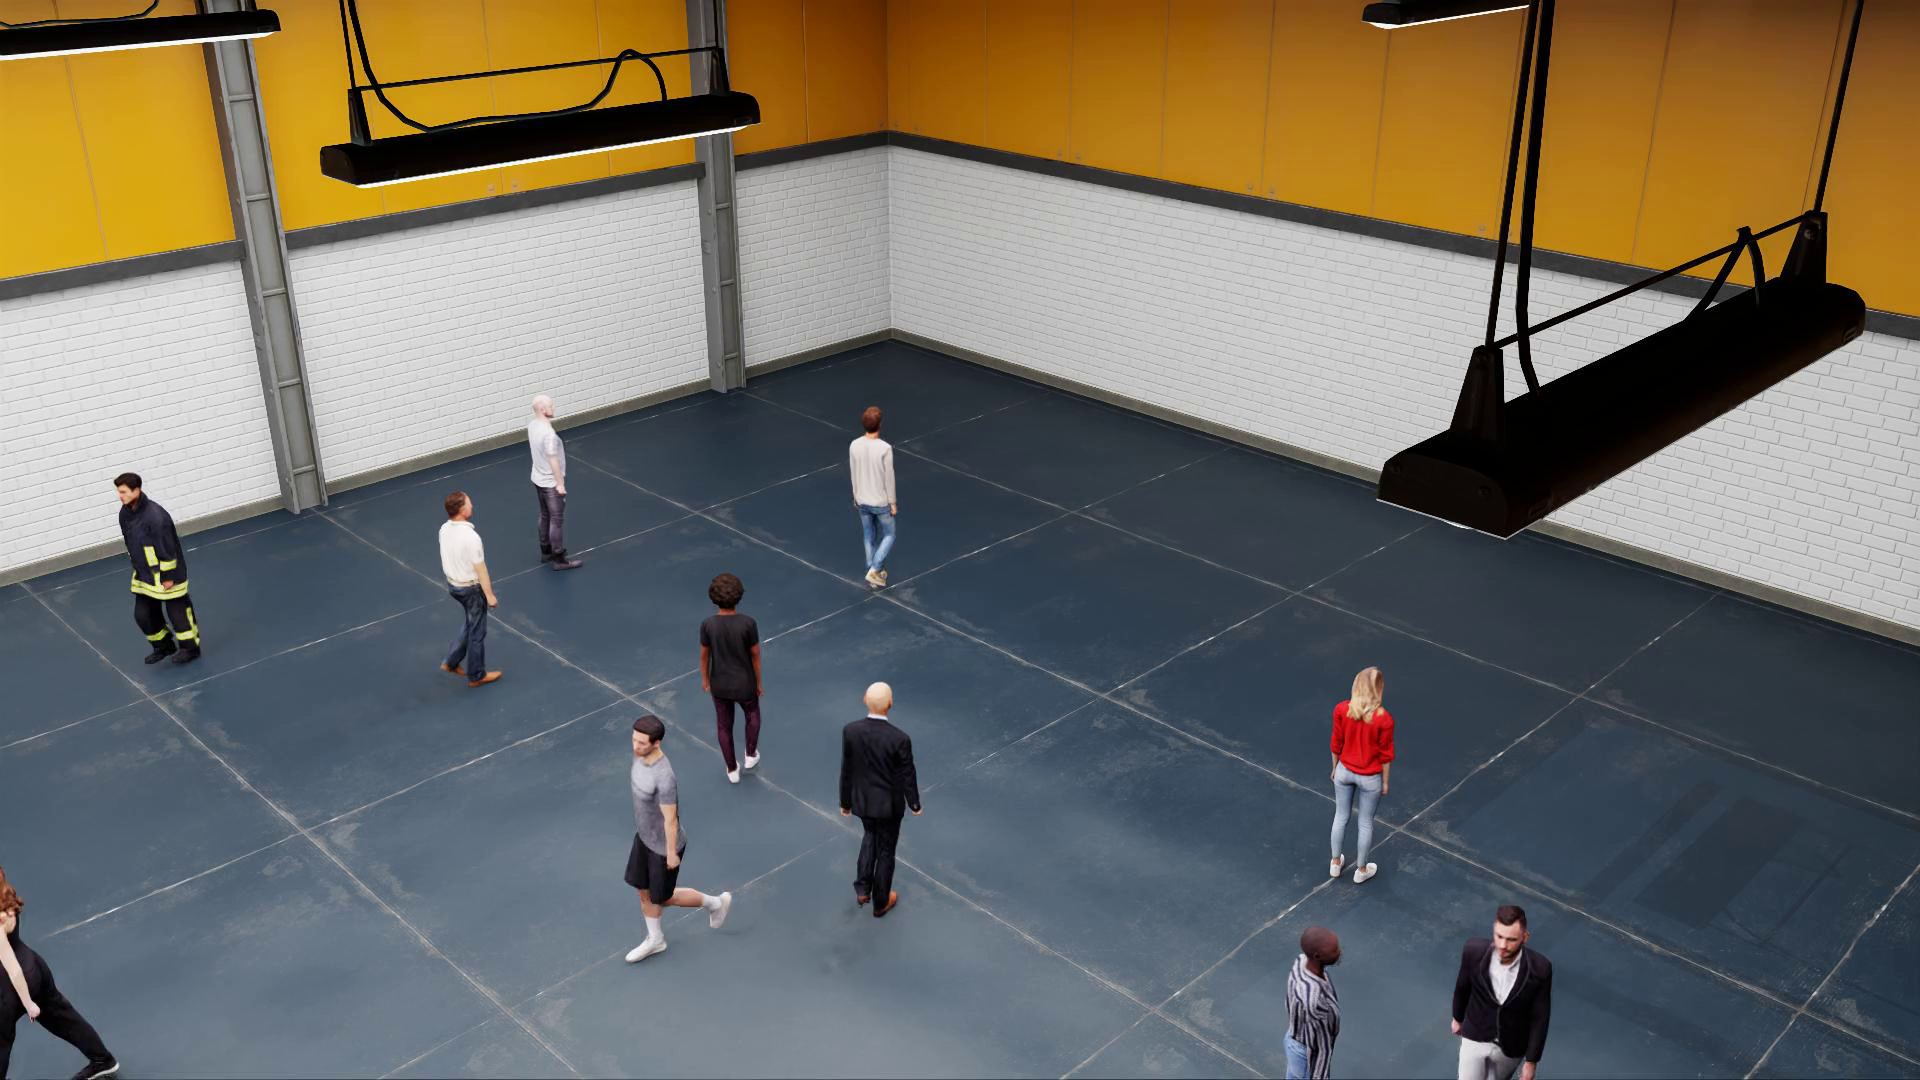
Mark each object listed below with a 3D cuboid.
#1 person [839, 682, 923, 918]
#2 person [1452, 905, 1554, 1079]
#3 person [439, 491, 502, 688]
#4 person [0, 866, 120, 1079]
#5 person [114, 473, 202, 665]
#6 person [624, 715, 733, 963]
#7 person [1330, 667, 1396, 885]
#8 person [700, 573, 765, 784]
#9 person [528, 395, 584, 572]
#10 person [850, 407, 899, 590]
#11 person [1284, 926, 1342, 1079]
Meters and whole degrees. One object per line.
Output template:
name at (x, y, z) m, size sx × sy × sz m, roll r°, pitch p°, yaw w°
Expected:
person at (-0.598, 1.853, 11.477) m, size 0.783 × 1.787 × 0.771 m, roll 10°, pitch 25°, yaw 21°
person at (3.037, 2.774, 9.368) m, size 0.981 × 1.789 × 1.301 m, roll 10°, pitch 26°, yaw 22°
person at (-4.396, 0.471, 14.569) m, size 0.755 × 1.843 × 0.683 m, roll -20°, pitch 30°, yaw -38°
person at (-5.472, 2.605, 9.871) m, size 1.194 × 1.694 × 0.847 m, roll -11°, pitch 26°, yaw -23°
person at (-7.189, 0.219, 15.066) m, size 0.908 × 1.905 × 0.873 m, roll 8°, pitch 25°, yaw 18°
person at (-1.920, 1.976, 11.118) m, size 1.041 × 1.848 × 0.799 m, roll -14°, pitch 27°, yaw -29°
person at (2.869, 1.769, 11.997) m, size 0.662 × 1.525 × 0.592 m, roll 13°, pitch 27°, yaw 28°
person at (-1.797, 1.132, 13.147) m, size 0.791 × 1.771 × 0.858 m, roll -3°, pitch 24°, yaw -6°
person at (-4.220, -0.602, 17.035) m, size 0.656 × 1.833 × 0.703 m, roll -15°, pitch 28°, yaw -30°
person at (-0.876, -0.366, 16.417) m, size 0.811 × 1.895 × 0.863 m, roll 11°, pitch 26°, yaw 24°
person at (1.899, 2.874, 9.130) m, size 0.743 × 1.796 × 0.690 m, roll -1°, pitch 24°, yaw -2°
